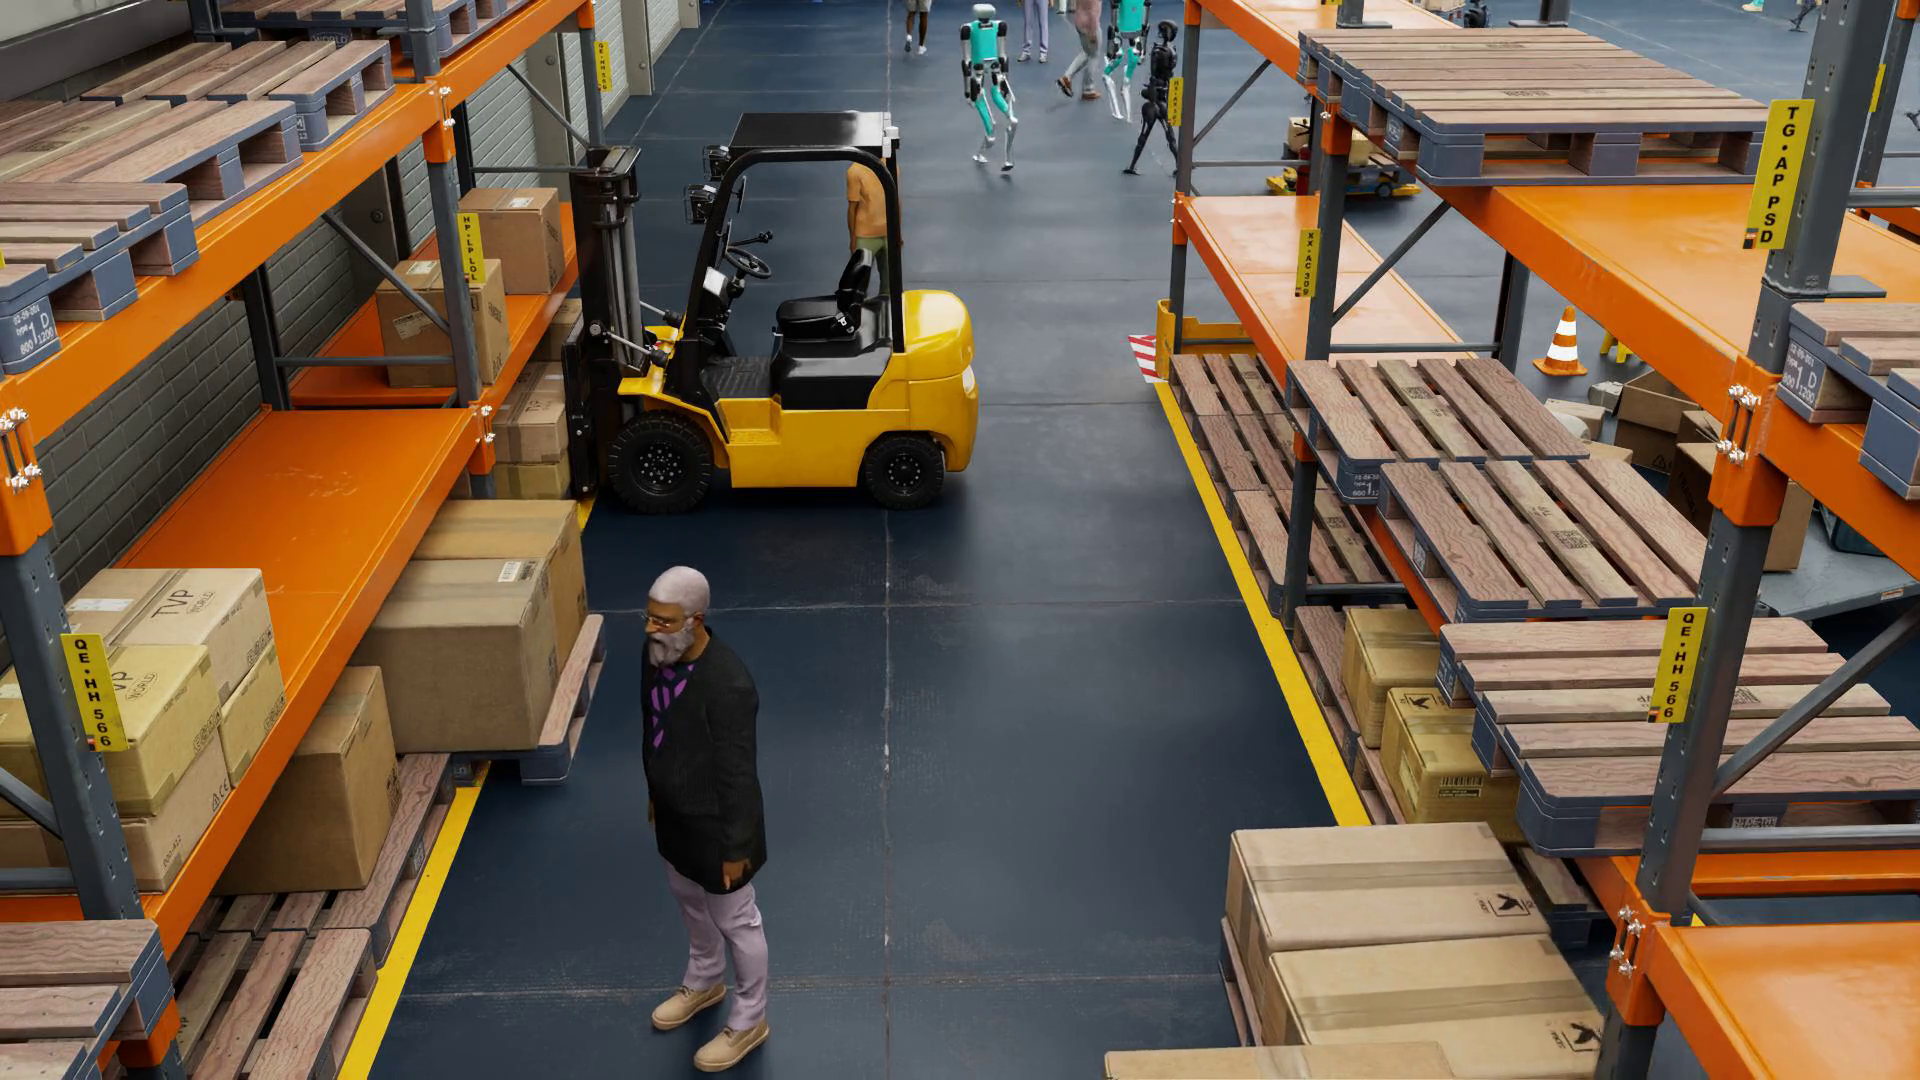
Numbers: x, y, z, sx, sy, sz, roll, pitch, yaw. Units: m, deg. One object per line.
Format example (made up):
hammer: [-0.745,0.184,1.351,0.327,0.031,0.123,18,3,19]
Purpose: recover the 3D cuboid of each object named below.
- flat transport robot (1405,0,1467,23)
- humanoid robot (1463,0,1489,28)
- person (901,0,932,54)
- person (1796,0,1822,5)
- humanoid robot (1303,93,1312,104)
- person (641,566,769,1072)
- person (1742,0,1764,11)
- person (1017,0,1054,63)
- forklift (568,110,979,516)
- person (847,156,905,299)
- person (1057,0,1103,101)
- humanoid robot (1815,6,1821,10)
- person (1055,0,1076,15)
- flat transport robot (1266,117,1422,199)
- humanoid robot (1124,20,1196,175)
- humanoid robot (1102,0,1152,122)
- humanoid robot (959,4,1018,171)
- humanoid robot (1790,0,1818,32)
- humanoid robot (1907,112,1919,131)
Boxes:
flat transport robot: [7.446,-8.391,27.073,0.659,0.231,1.431,16,30,31]
humanoid robot: [6.175,-5.792,19.909,0.372,1.648,0.602,22,33,39]
person: [-0.624,-8.232,24.844,0.570,1.880,0.469,5,26,11]
person: [15.364,-10.561,29.772,0.521,1.893,0.401,23,33,39]
humanoid robot: [4.679,-6.381,21.168,0.613,1.649,0.351,-20,32,-36]
person: [-0.843,0.916,5.522,0.403,1.851,0.538,-21,33,-38]
person: [14.068,-10.249,29.099,0.359,1.909,0.480,6,26,12]
person: [1.120,-7.910,24.217,0.563,1.838,0.389,9,27,19]
forklift: [-1.043,-1.379,9.976,2.313,2.155,1.214,-1,25,-2]
person: [-0.621,-2.260,12.402,0.434,1.707,0.382,-13,28,-25]
person: [1.614,-6.555,21.265,0.555,1.908,0.650,-8,27,-17]
humanoid robot: [15.289,-10.160,29.163,0.328,1.655,0.589,9,27,18]
person: [1.874,-9.975,28.694,0.576,1.743,0.343,-13,28,-26]
flat transport robot: [3.948,-3.681,17.099,1.431,0.231,0.659,-4,26,-8]
humanoid robot: [2.124,-4.639,17.526,0.777,1.618,0.589,14,28,26]
humanoid robot: [1.944,-5.895,20.127,0.537,1.819,0.779,-9,27,-18]
humanoid robot: [0.367,-4.751,17.695,0.544,1.761,1.039,-10,27,-20]
humanoid robot: [13.753,-9.064,26.849,0.335,1.643,0.585,15,29,29]
humanoid robot: [11.588,-5.651,19.629,0.387,1.648,0.585,14,29,28]
